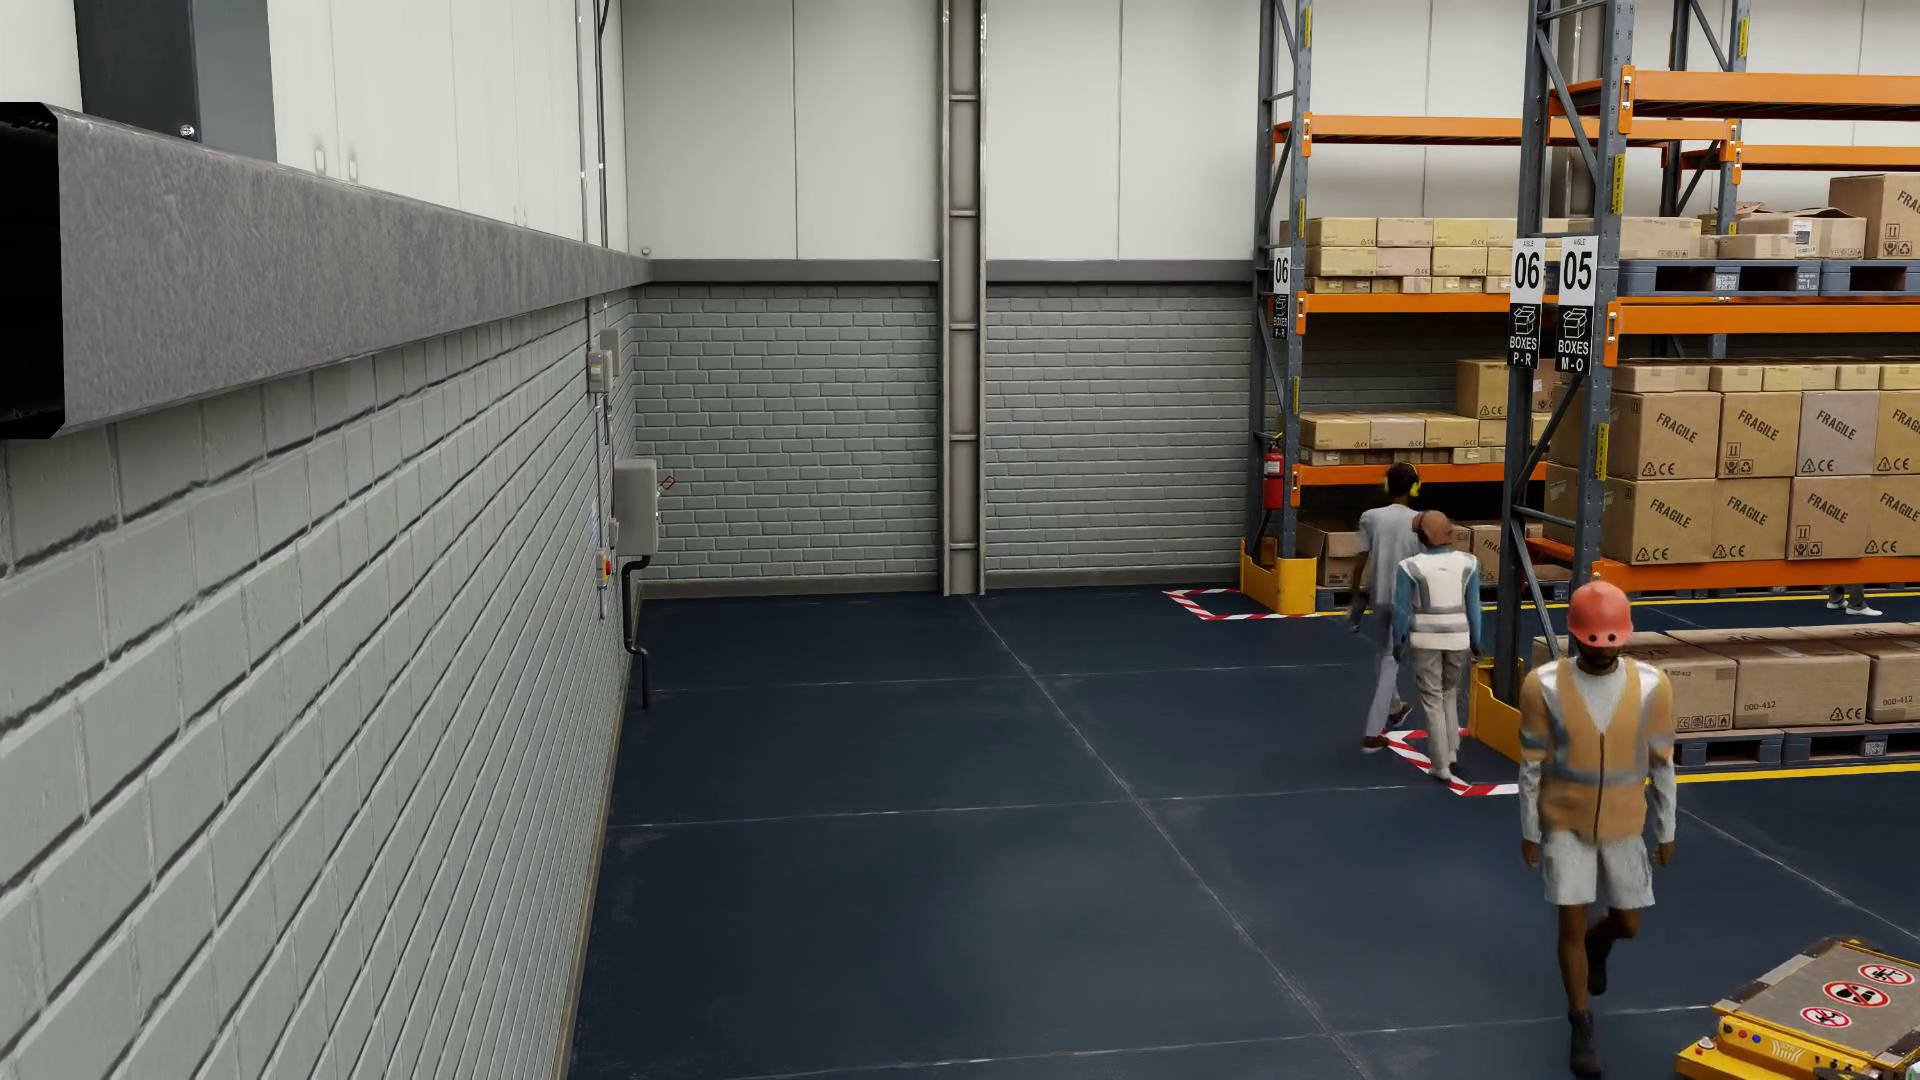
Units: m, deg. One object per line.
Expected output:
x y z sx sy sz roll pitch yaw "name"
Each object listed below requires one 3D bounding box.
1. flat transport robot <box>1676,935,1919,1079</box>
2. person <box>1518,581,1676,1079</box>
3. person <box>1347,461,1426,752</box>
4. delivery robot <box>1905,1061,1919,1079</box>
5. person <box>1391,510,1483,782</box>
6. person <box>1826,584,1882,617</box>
3.427 1.868 6.418 1.431 0.197 0.652 -8 12 -40 "flat transport robot"
2.429 1.057 6.412 0.593 1.902 0.724 2 9 12 "person"
2.821 0.402 10.697 0.493 1.813 0.939 8 12 39 "person"
3.482 1.818 5.567 0.707 0.478 0.477 -7 11 -35 "delivery robot"
2.831 0.618 9.948 0.531 1.612 0.548 -1 9 -7 "person"
7.957 -0.286 14.643 0.391 1.919 0.585 -2 9 -11 "person"
